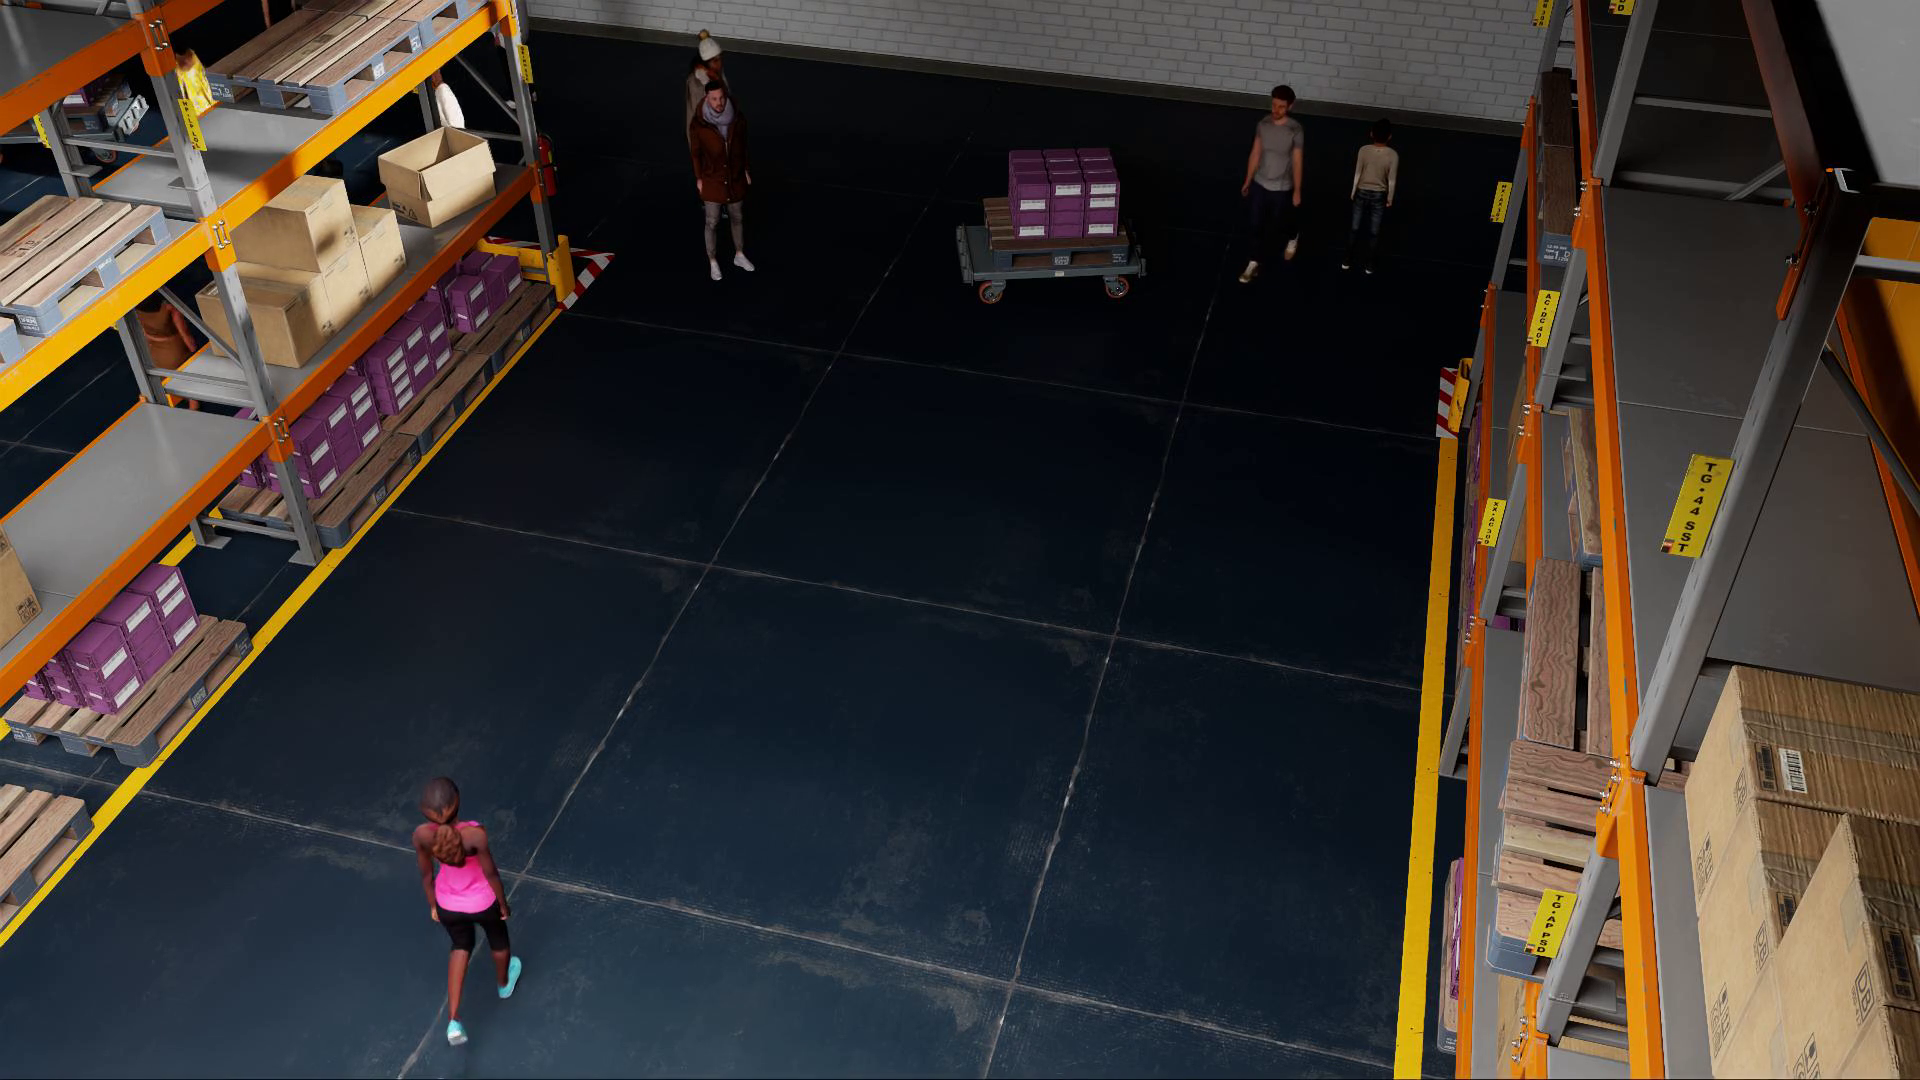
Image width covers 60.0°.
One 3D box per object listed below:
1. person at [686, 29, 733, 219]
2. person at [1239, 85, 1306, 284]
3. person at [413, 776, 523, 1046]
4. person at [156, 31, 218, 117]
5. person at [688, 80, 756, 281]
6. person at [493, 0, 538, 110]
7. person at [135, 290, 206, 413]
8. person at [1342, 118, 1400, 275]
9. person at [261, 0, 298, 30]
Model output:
[{"bbox_3d":[-2.451,-3.942,15.802,0.888,1.881,0.615,5,39,6],"label":"person"},{"bbox_3d":[2.857,-3.212,14.896,0.928,1.872,1.073,30,47,32],"label":"person"},{"bbox_3d":[-2.565,1.937,8.578,0.646,1.709,0.975,4,39,5],"label":"person"},{"bbox_3d":[-7.542,-4.232,16.366,0.808,1.631,0.899,5,39,7],"label":"person"},{"bbox_3d":[-2.144,-3.252,14.972,0.851,1.839,0.912,-20,43,-23],"label":"person"},{"bbox_3d":[-4.863,-5.498,17.906,0.763,1.687,0.614,18,42,21],"label":"person"},{"bbox_3d":[-6.075,-1.359,12.735,0.572,1.673,0.732,9,39,11],"label":"person"},{"bbox_3d":[3.728,-3.123,15.114,0.546,1.460,0.513,13,40,15],"label":"person"},{"bbox_3d":[-7.311,-5.523,18.059,0.787,1.534,0.794,29,47,31],"label":"person"}]
